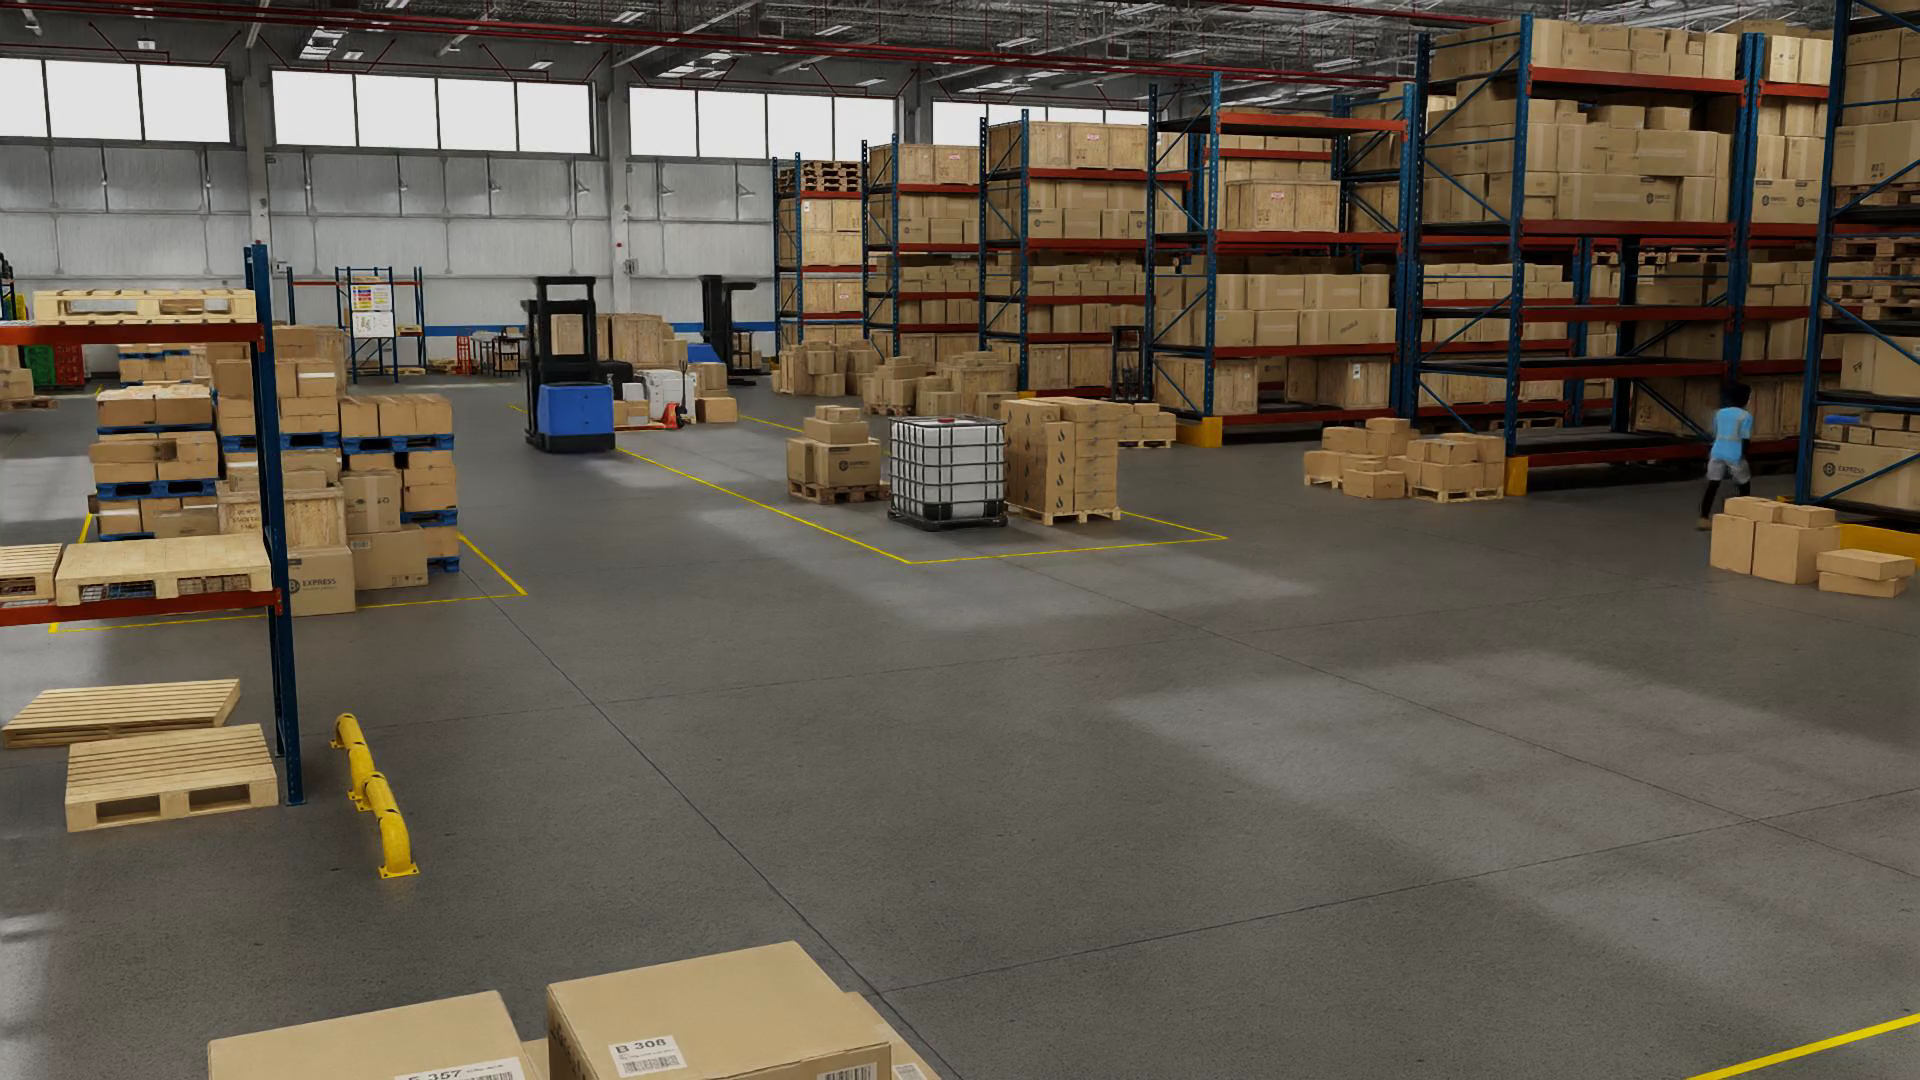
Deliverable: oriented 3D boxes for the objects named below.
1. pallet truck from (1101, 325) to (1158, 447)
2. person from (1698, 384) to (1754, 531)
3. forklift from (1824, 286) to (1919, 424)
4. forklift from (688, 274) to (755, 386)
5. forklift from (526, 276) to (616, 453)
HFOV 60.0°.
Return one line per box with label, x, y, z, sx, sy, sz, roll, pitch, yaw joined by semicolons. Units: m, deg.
pallet truck;2.881;-2.596;27.923;0.823;1.965;1.885;-1;9;-7
person;8.643;-0.921;18.586;0.861;1.642;0.545;-5;10;-27
forklift;11.966;-1.913;20.953;1.873;2.768;1.129;-4;10;-25
forklift;-6.222;-5.257;41.706;1.873;2.768;1.129;-4;10;-22
forklift;-6.361;-2.888;27.007;1.129;2.768;1.873;-4;10;-25
